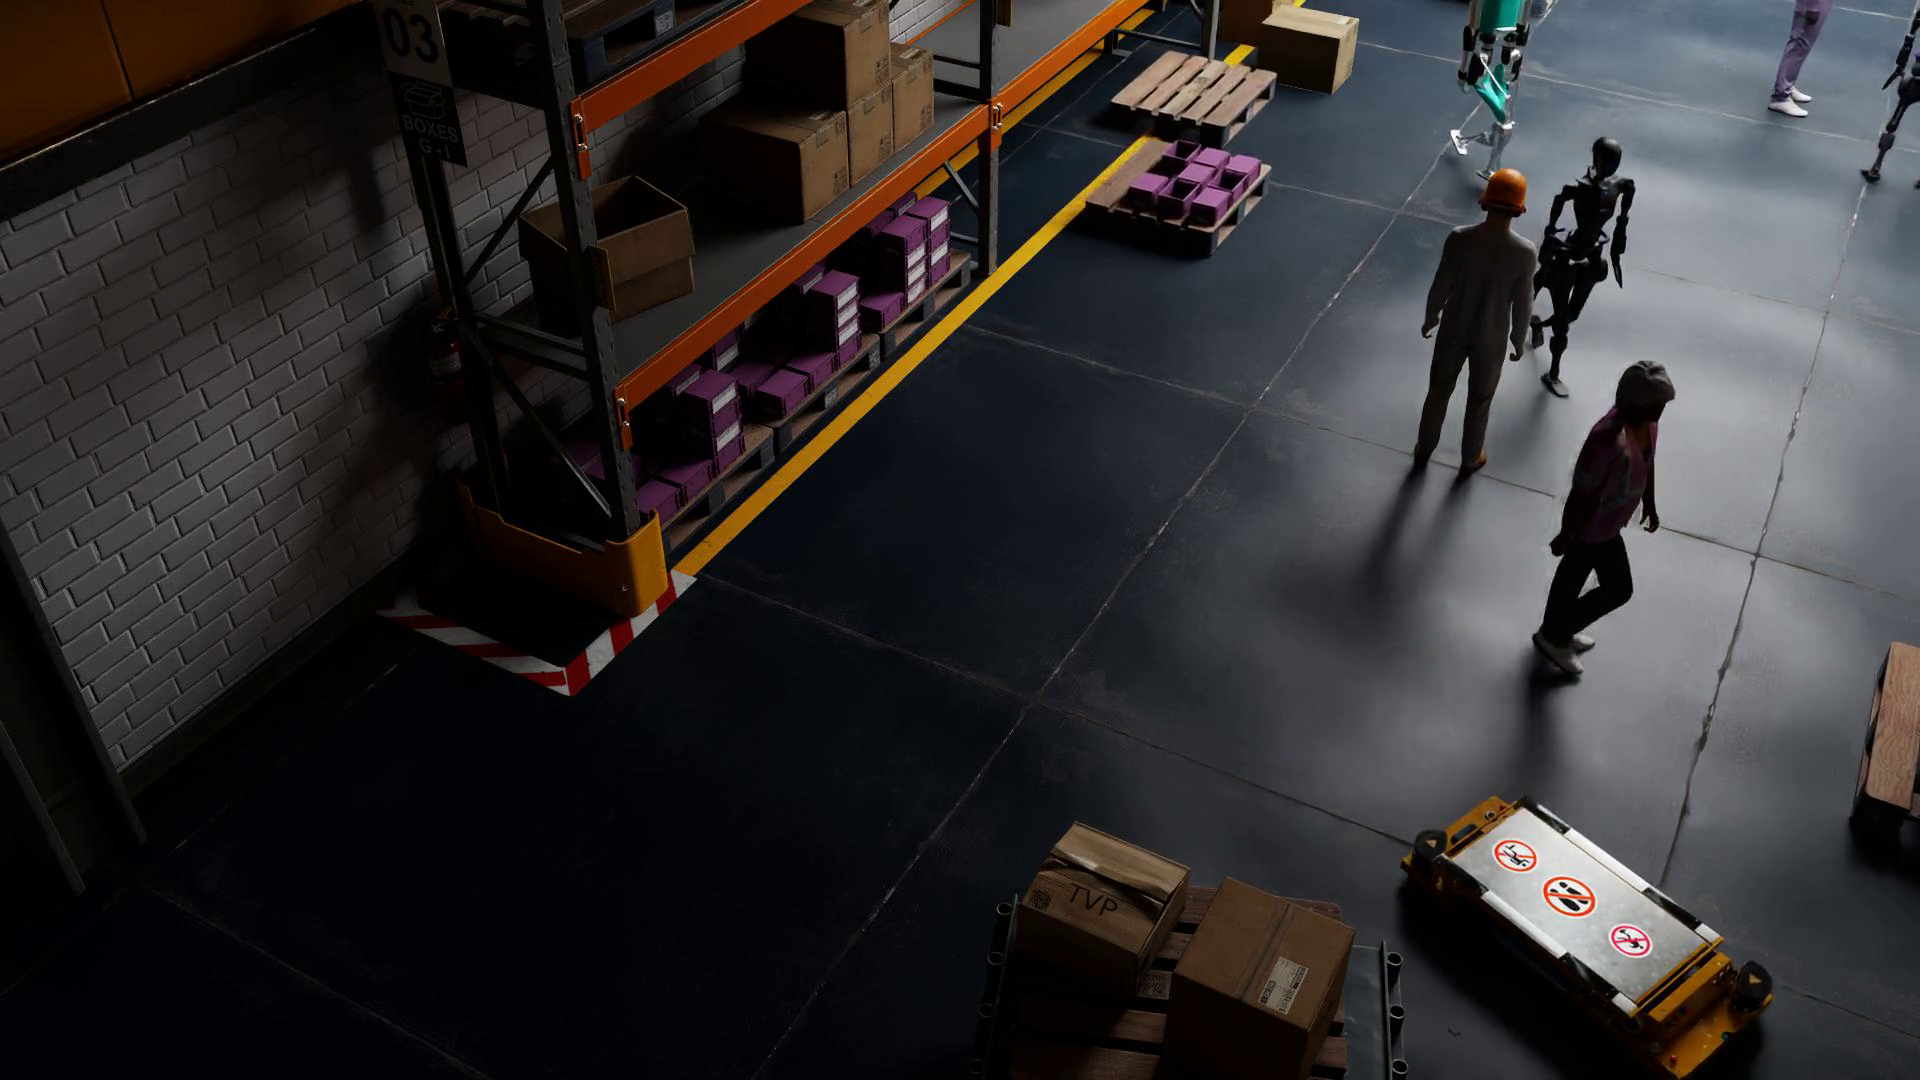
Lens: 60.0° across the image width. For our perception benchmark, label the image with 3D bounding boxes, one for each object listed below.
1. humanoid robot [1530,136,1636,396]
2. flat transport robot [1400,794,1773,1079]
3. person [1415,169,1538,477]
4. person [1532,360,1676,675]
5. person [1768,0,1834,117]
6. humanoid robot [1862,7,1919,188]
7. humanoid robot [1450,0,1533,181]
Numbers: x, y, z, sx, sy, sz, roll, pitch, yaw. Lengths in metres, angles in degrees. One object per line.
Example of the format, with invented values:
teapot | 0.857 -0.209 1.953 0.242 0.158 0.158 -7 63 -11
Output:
humanoid robot | 3.811 -1.756 10.330 0.609 1.654 0.741 -8 39 -10
flat transport robot | 2.670 1.652 7.155 0.659 0.231 1.431 -25 45 -28
person | 2.926 -1.217 9.442 0.587 1.893 0.367 17 42 20
person | 3.168 -0.100 8.097 0.481 1.831 0.481 16 41 19
person | 6.942 -4.395 13.415 0.412 1.896 0.643 21 43 24
humanoid robot | 7.249 -3.444 12.400 0.597 1.636 0.385 21 43 24
humanoid robot | 4.028 -3.463 12.369 0.548 1.733 1.019 -11 40 -13
